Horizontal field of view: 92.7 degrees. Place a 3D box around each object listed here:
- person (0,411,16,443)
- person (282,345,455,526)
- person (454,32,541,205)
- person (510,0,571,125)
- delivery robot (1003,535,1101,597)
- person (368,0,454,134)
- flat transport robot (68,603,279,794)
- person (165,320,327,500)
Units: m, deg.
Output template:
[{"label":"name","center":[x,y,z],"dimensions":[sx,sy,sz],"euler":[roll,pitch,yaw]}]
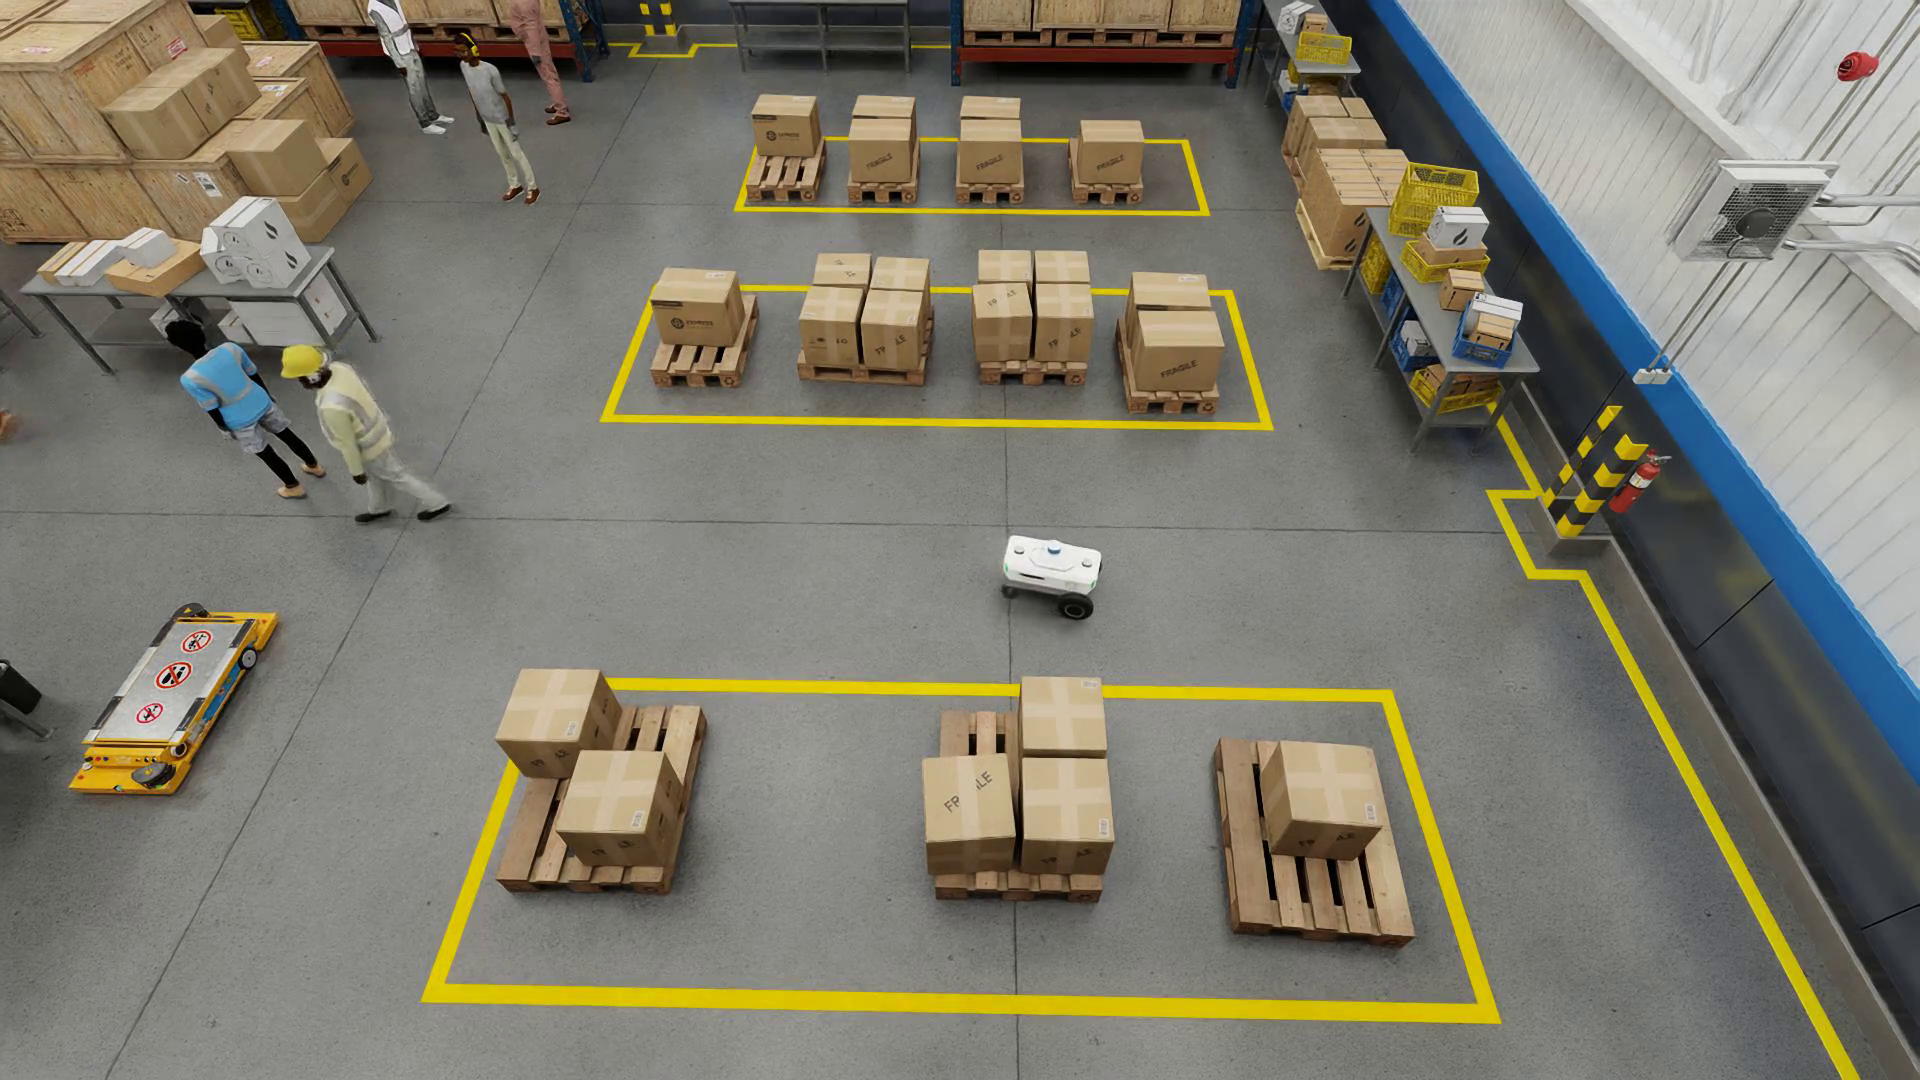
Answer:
[{"label":"person","center":[-8.855,-1.422,7.534],"dimensions":[0.881,1.844,0.615],"euler":[-5,50,-4]},{"label":"person","center":[-4.594,-0.742,6.984],"dimensions":[0.768,1.798,0.616],"euler":[-17,52,-14]},{"label":"person","center":[-5.212,-4.697,10.290],"dimensions":[0.518,1.862,0.326],"euler":[14,51,12]},{"label":"person","center":[-5.399,-6.303,11.616],"dimensions":[0.407,1.913,0.641],"euler":[-14,51,-11]},{"label":"delivery robot","center":[0.691,0.191,6.938],"dimensions":[0.707,0.478,0.477],"euler":[11,50,8]},{"label":"person","center":[-6.938,-6.075,11.427],"dimensions":[0.388,1.911,0.591],"euler":[-1,50,-1]},{"label":"flat transport robot","center":[-5.504,1.072,6.442],"dimensions":[0.652,0.197,1.431],"euler":[1,50,1]},{"label":"person","center":[-5.673,-1.021,7.283],"dimensions":[0.316,1.697,0.542],"euler":[11,51,9]}]
